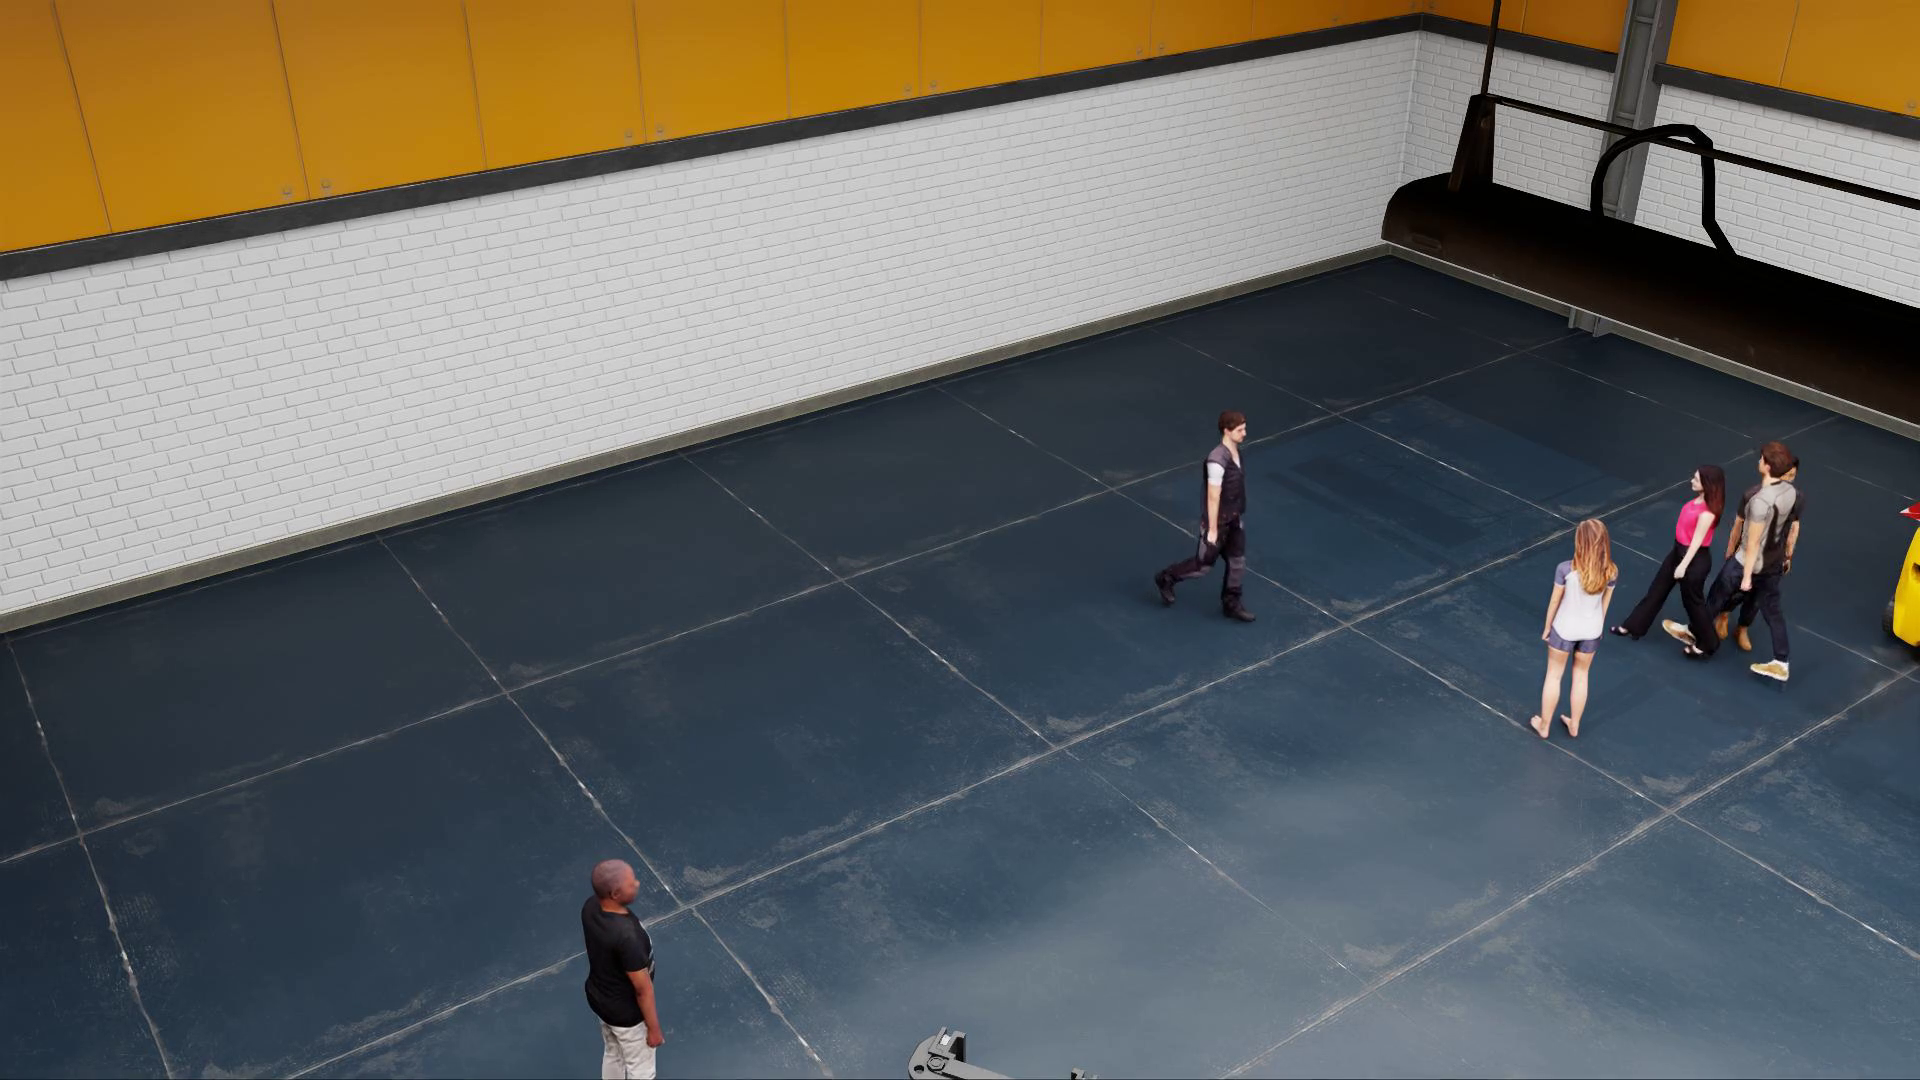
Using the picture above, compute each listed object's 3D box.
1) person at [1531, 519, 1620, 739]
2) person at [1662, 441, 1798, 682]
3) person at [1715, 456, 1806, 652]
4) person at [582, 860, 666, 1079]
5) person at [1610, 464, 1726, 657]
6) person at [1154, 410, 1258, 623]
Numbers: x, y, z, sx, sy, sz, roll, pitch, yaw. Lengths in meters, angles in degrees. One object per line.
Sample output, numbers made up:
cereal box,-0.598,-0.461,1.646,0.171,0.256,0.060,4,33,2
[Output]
person,4.401,0.646,11.861,0.680,1.728,0.719,1,29,2
person,6.105,0.214,12.548,0.658,1.830,1.244,-18,34,-30
person,6.234,0.041,12.999,0.764,1.702,0.812,1,29,2
person,-1.738,2.394,8.580,0.740,1.803,0.543,-23,36,-36
person,5.683,0.192,12.803,1.090,1.623,0.986,7,29,13
person,1.994,-0.195,13.305,1.199,1.823,0.931,17,33,28
